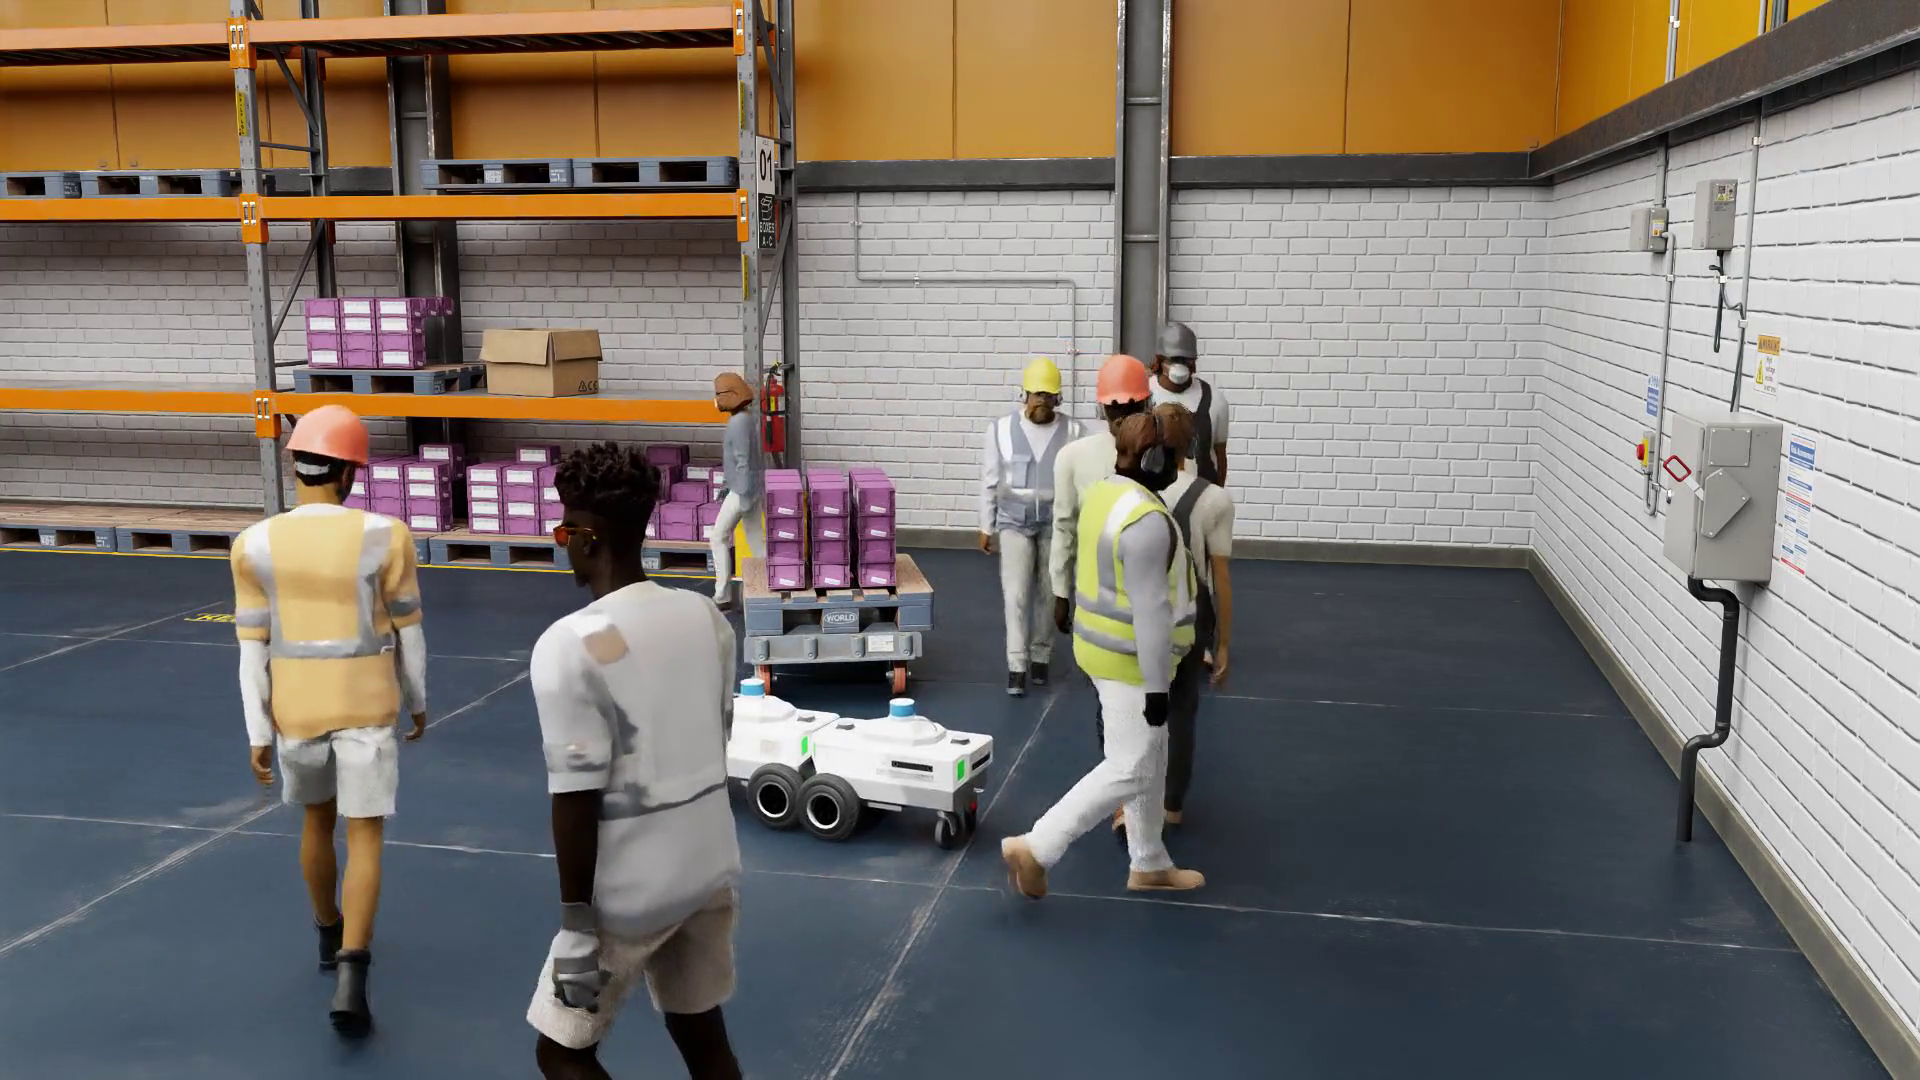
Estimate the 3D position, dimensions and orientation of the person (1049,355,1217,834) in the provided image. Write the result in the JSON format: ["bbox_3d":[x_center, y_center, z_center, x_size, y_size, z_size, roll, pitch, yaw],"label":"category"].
[{"bbox_3d":[0.723,0.214,6.888,0.658,1.940,0.982,-1,10,-7],"label":"person"}]

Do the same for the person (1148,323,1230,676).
[{"bbox_3d":[1.195,-0.259,9.470,0.693,2.000,1.011,1,9,3],"label":"person"}]

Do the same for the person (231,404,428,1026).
[{"bbox_3d":[-1.950,0.534,5.156,0.539,1.893,0.901,-1,10,-7],"label":"person"}]

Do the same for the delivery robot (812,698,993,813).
[{"bbox_3d":[-0.232,0.887,6.749,0.707,0.478,0.477,4,10,23],"label":"delivery robot"}]

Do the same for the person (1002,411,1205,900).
[{"bbox_3d":[0.525,0.445,5.960,0.750,1.815,0.668,-2,10,-10],"label":"person"}]

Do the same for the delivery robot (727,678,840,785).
[{"bbox_3d":[-0.879,0.833,7.073,0.707,0.478,0.477,4,10,23],"label":"delivery robot"}]

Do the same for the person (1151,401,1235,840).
[{"bbox_3d":[0.801,0.360,6.493,0.510,1.800,0.965,0,9,2],"label":"person"}]

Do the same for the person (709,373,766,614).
[{"bbox_3d":[-1.520,-0.293,10.963,0.653,1.607,0.496,1,9,4],"label":"person"}]

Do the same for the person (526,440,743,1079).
[{"bbox_3d":[-0.708,0.753,3.727,0.490,1.932,0.633,5,11,28],"label":"person"}]

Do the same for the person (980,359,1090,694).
[{"bbox_3d":[0.427,-0.064,8.980,0.626,1.804,0.712,0,9,0],"label":"person"}]
